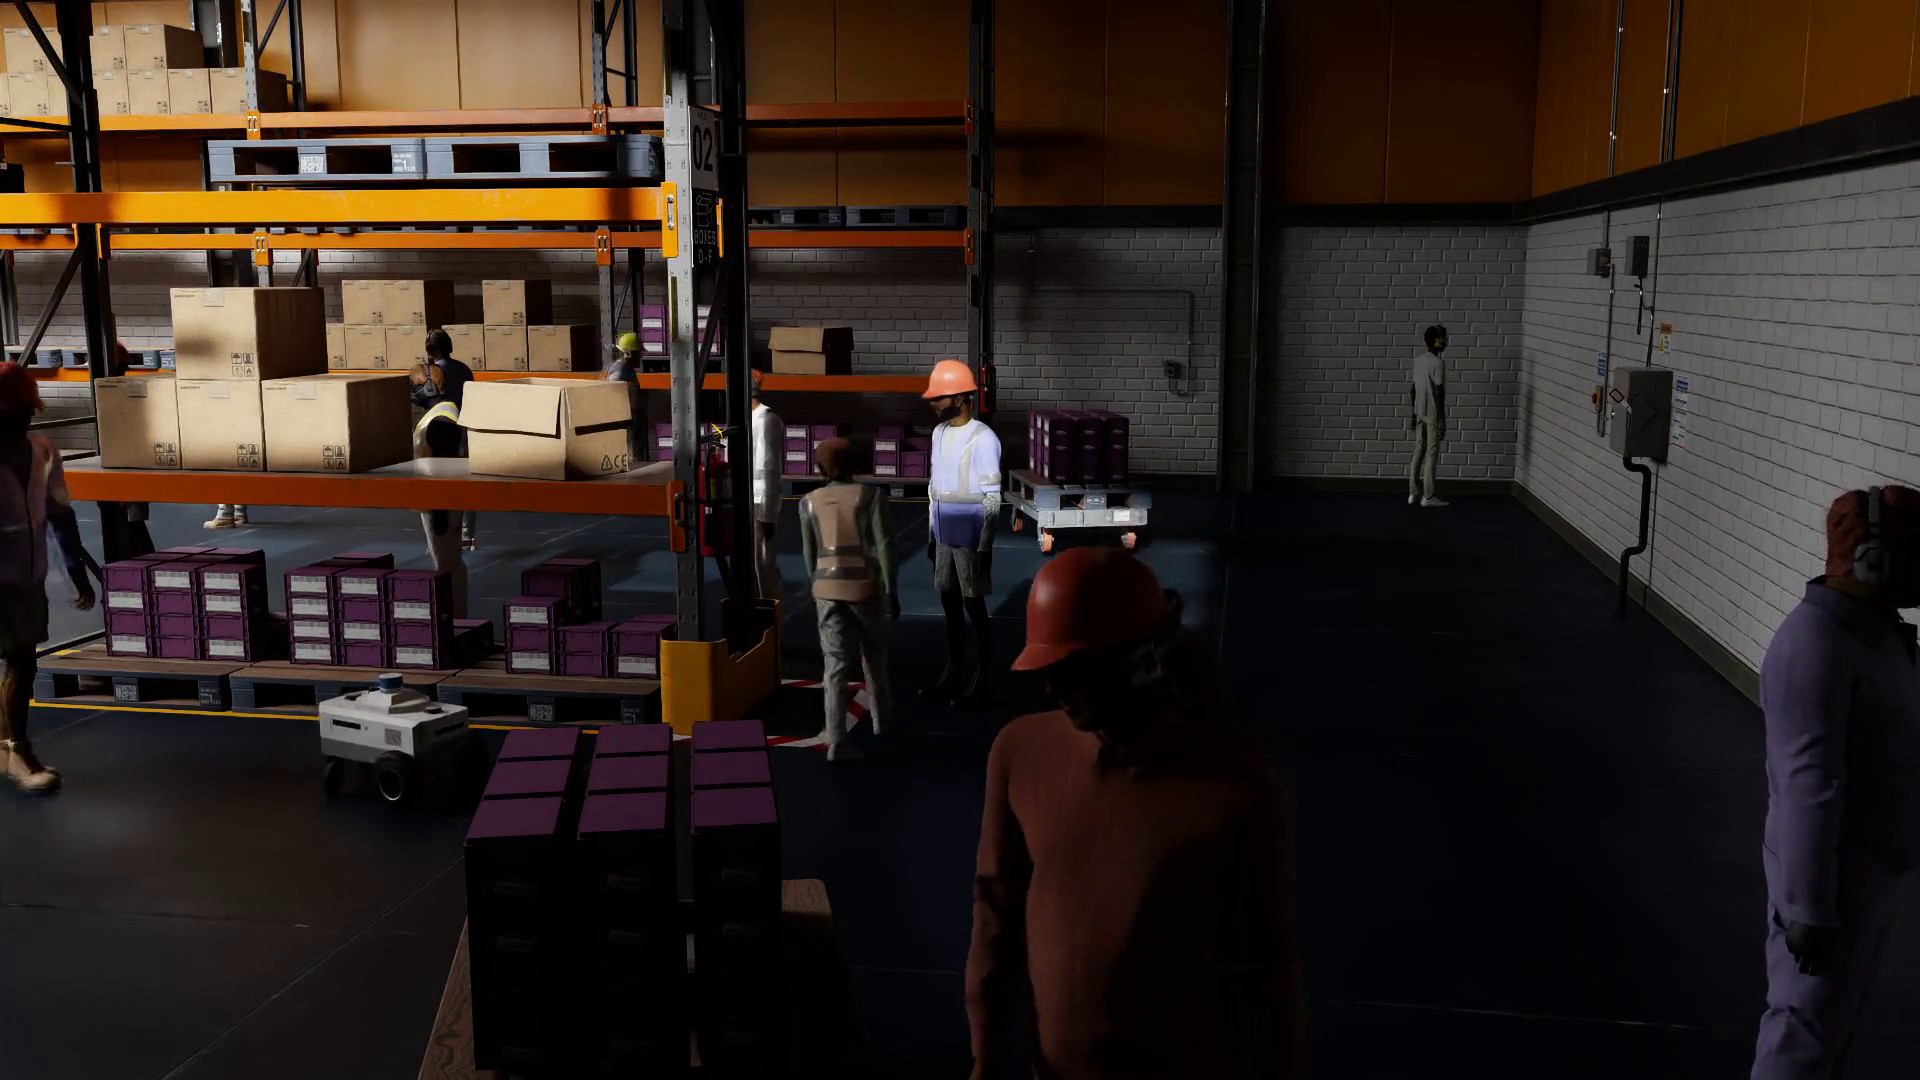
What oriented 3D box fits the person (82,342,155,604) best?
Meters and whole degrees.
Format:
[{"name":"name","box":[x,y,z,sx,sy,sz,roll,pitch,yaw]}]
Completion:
[{"name":"person","box":[-5.994,-0.462,11.870,0.552,1.935,0.369,9,13,43]}]

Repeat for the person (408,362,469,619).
[{"name":"person","box":[-3.359,-0.219,10.689,0.429,1.837,0.628,-4,10,-22]}]

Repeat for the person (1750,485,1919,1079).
[{"name":"person","box":[2.163,0.814,4.046,0.408,1.907,0.653,8,12,39]}]

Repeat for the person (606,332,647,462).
[{"name":"person","box":[-3.304,-1.143,16.477,0.453,1.809,0.619,0,9,-3]}]

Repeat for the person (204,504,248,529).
[{"name":"person","box":[-6.981,-1.027,15.672,0.428,1.842,0.631,1,9,4]}]

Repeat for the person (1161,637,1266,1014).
[{"name":"person","box":[0.454,1.013,3.741,0.503,1.600,0.745,4,10,25]}]

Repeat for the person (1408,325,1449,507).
[{"name":"person","box":[4.835,-1.278,17.164,0.325,1.864,0.606,-4,10,-22]}]

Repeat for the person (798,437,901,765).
[{"name":"person","box":[-0.520,0.281,8.319,0.572,1.585,0.794,2,9,15]}]

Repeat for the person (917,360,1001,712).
[{"name":"person","box":[-0.018,-0.021,9.150,0.374,1.929,0.551,-7,11,-36]}]

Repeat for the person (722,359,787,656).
[{"name":"person","box":[-1.288,-0.192,10.398,0.348,1.878,0.570,-7,11,-36]}]

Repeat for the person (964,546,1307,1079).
[{"name":"person","box":[0.348,0.952,3.138,0.605,1.938,0.973,7,11,35]}]

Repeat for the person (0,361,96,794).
[{"name":"person","box":[-4.344,0.186,7.645,0.645,2.001,0.712,3,10,17]}]

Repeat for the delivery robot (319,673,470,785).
[{"name":"delivery robot","box":[-2.613,0.857,7.676,0.707,0.478,0.477,5,10,29]}]

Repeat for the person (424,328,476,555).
[{"name":"person","box":[-4.371,-0.832,14.174,0.373,1.936,0.627,3,10,17]}]
